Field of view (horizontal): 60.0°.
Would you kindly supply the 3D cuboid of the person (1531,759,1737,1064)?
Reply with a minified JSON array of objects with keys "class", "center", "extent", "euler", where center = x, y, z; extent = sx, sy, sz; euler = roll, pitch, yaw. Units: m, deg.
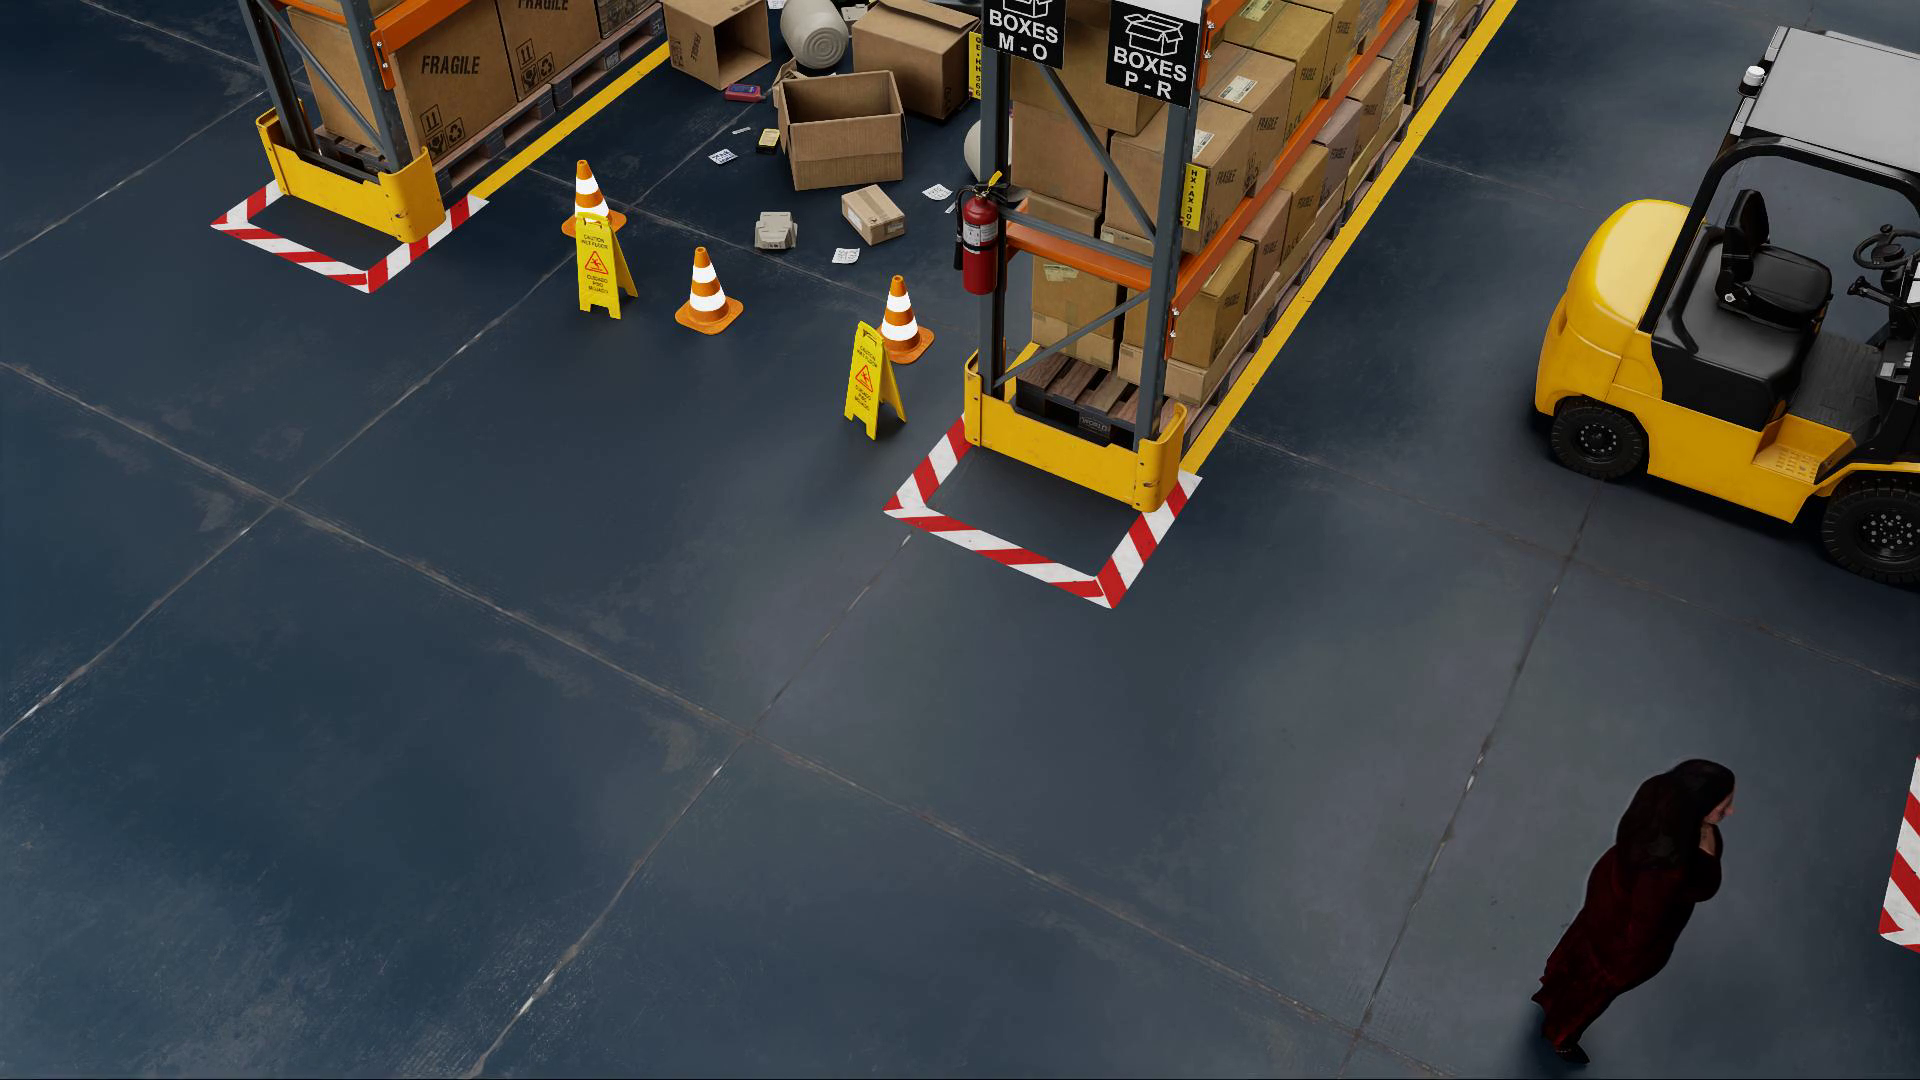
[{"class":"person","center":[2.466,1.349,6.127],"extent":[0.778,1.757,0.618],"euler":[13,49,12]}]
